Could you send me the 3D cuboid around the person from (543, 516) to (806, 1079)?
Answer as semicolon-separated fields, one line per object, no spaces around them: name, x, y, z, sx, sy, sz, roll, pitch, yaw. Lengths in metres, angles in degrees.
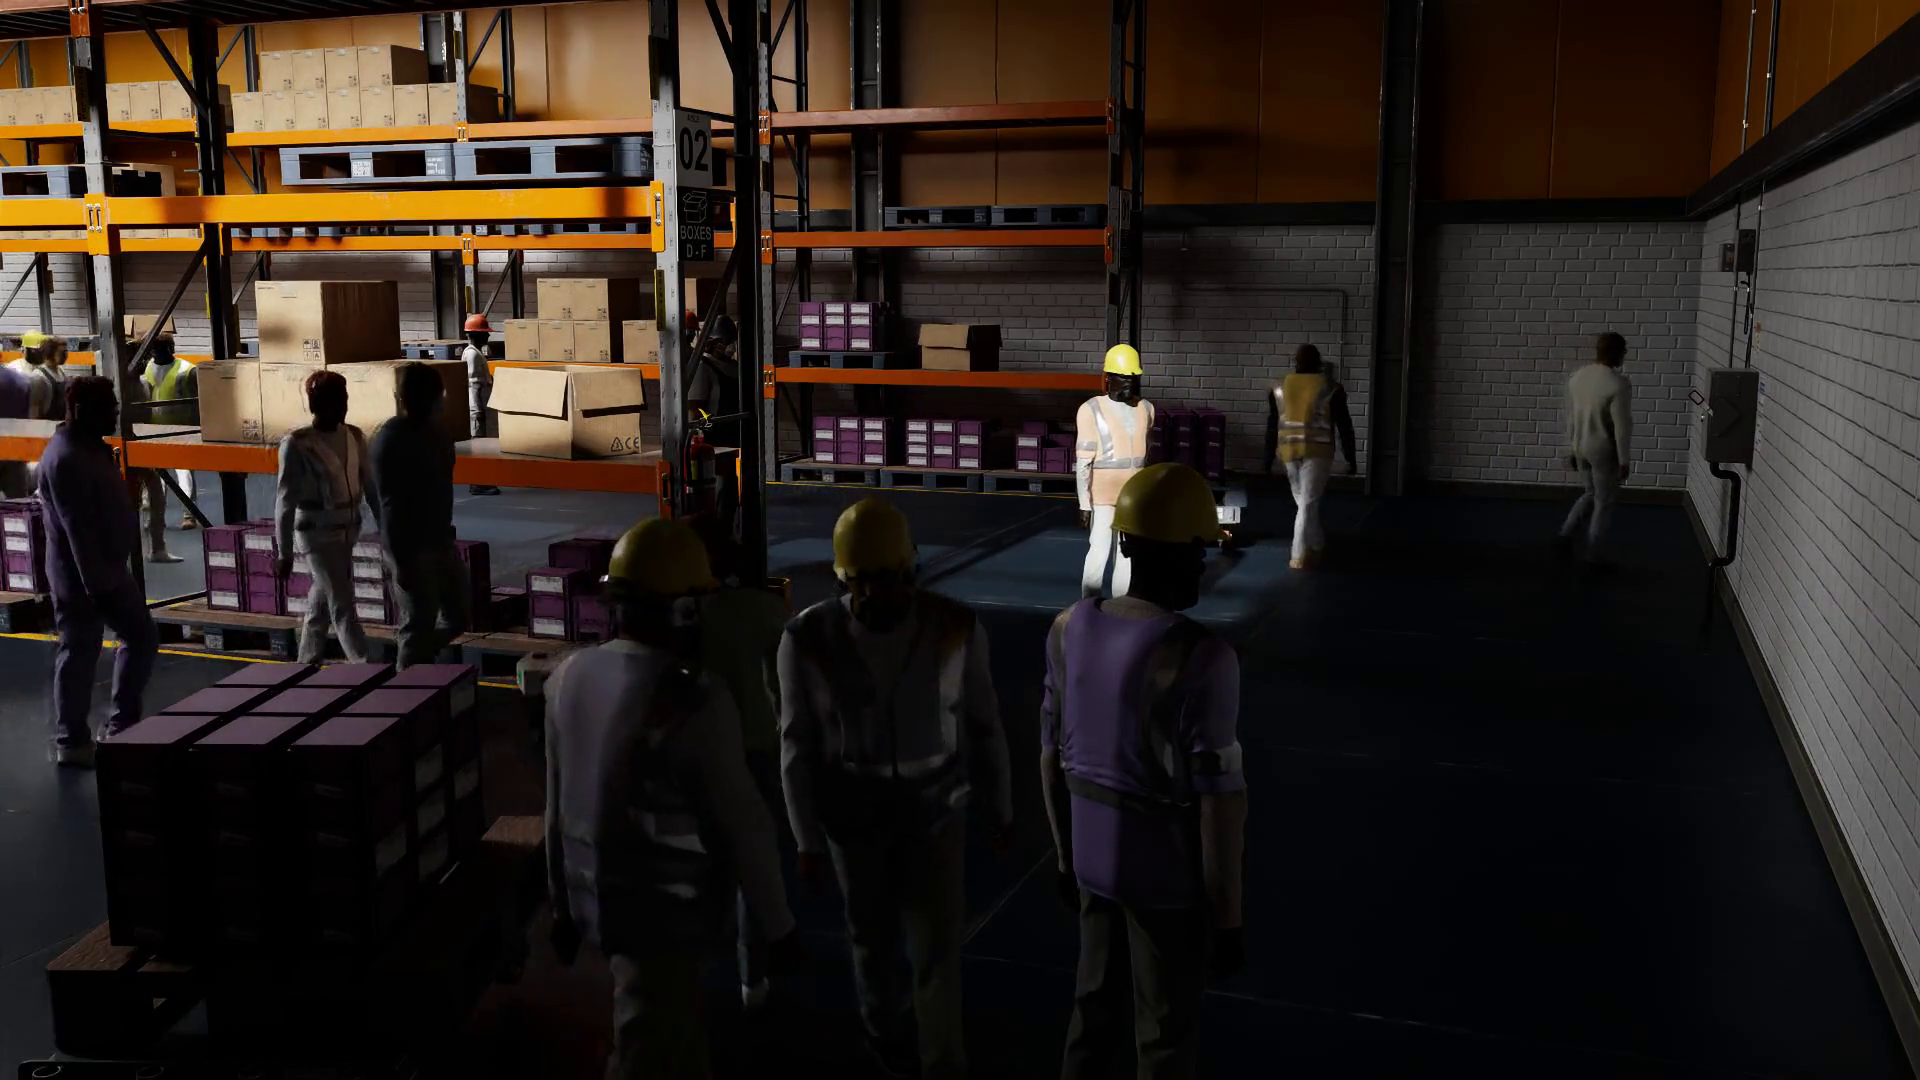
person;-0.631;0.842;3.944;0.615;1.798;0.832;9;13;44

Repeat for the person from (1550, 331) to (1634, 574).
person;5.008;-0.675;13.064;0.489;1.919;0.646;-3;10;-20

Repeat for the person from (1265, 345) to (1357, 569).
person;2.878;-0.686;13.552;0.715;1.783;0.885;6;11;34

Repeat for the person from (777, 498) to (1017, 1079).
person;-0.166;0.749;4.597;0.658;1.779;0.795;-1;9;-6

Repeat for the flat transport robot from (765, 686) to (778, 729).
flat transport robot;-0.857;0.816;8.870;0.652;0.197;1.431;8;12;42

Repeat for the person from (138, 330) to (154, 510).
person;-8.185;-1.203;16.772;0.763;1.799;0.695;9;13;44

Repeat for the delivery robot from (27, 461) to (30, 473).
delivery robot;-10.379;-0.888;18.390;0.707;0.478;0.477;-3;10;-21

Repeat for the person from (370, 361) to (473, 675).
person;-2.760;0.056;8.464;0.456;1.924;0.642;2;9;13

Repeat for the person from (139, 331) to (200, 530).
person;-7.331;-1.006;15.398;0.624;1.845;0.430;-1;9;-4

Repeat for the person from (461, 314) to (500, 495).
person;-5.160;-1.446;17.865;0.357;1.938;0.542;-3;9;-18

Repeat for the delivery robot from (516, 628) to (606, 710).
delivery robot;-1.881;0.693;8.466;0.707;0.478;0.477;0;9;-1

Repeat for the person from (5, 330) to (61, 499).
person;-9.339;-1.233;16.981;0.881;1.785;0.616;5;10;29

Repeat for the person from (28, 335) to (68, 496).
person;-8.623;-1.030;15.704;0.923;1.806;0.533;-1;9;-7

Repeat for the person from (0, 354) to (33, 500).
person;-7.706;-0.681;13.164;0.920;1.900;0.652;4;10;22

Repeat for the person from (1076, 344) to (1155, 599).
person;1.008;-0.274;10.537;0.594;1.924;0.382;-6;11;-32

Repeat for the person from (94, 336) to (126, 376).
person;-9.146;-1.443;18.076;0.512;1.865;0.329;-1;9;-5

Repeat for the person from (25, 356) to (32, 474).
person;-10.079;-1.351;18.281;0.531;1.605;0.506;-1;9;-4

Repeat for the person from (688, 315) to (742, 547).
person;-1.899;-0.819;13.600;0.539;2.000;0.688;4;10;26

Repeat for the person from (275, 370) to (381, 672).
person;-3.291;0.015;8.969;0.979;1.835;0.587;3;9;18

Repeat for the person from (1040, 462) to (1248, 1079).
person;0.453;0.773;3.957;0.379;1.924;0.594;-7;12;-39

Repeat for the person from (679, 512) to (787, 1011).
person;-0.799;0.690;5.545;0.537;1.577;0.863;-3;10;-18

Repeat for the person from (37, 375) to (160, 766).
person;-4.073;0.156;7.960;0.653;1.880;0.663;-2;9;-15

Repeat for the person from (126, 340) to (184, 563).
person;-6.766;-0.712;13.558;0.658;1.843;0.527;2;9;15

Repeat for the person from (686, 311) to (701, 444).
person;-2.824;-1.366;17.190;0.383;1.992;0.609;-9;13;-44
